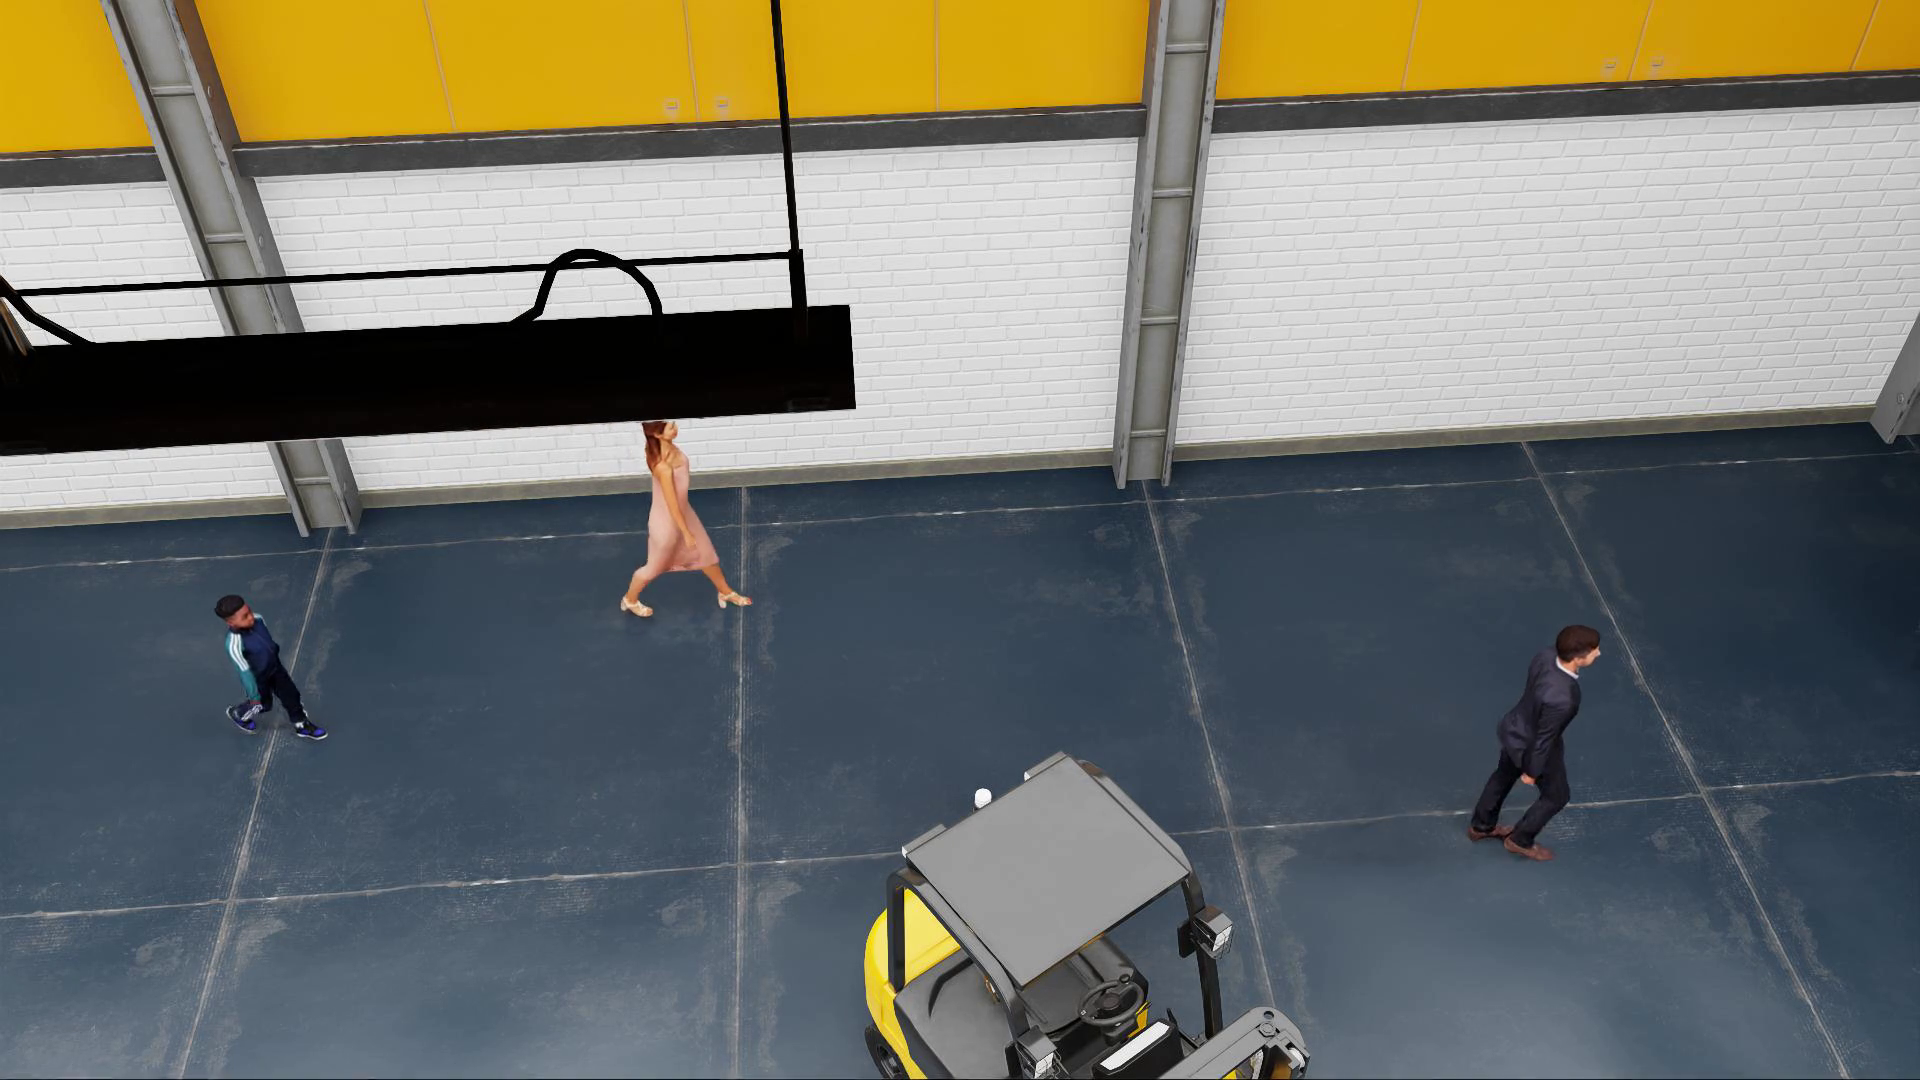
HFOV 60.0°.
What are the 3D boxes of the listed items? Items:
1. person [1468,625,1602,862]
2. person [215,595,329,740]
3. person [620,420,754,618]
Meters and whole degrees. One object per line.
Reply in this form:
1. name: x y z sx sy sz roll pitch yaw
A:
1. person: 3.201 1.157 9.509 0.688 1.850 0.647 -2 44 -2
2. person: -4.388 0.803 10.321 0.893 1.241 0.658 8 44 9
3. person: -1.988 -0.115 10.890 1.131 1.786 0.647 -1 44 -1
